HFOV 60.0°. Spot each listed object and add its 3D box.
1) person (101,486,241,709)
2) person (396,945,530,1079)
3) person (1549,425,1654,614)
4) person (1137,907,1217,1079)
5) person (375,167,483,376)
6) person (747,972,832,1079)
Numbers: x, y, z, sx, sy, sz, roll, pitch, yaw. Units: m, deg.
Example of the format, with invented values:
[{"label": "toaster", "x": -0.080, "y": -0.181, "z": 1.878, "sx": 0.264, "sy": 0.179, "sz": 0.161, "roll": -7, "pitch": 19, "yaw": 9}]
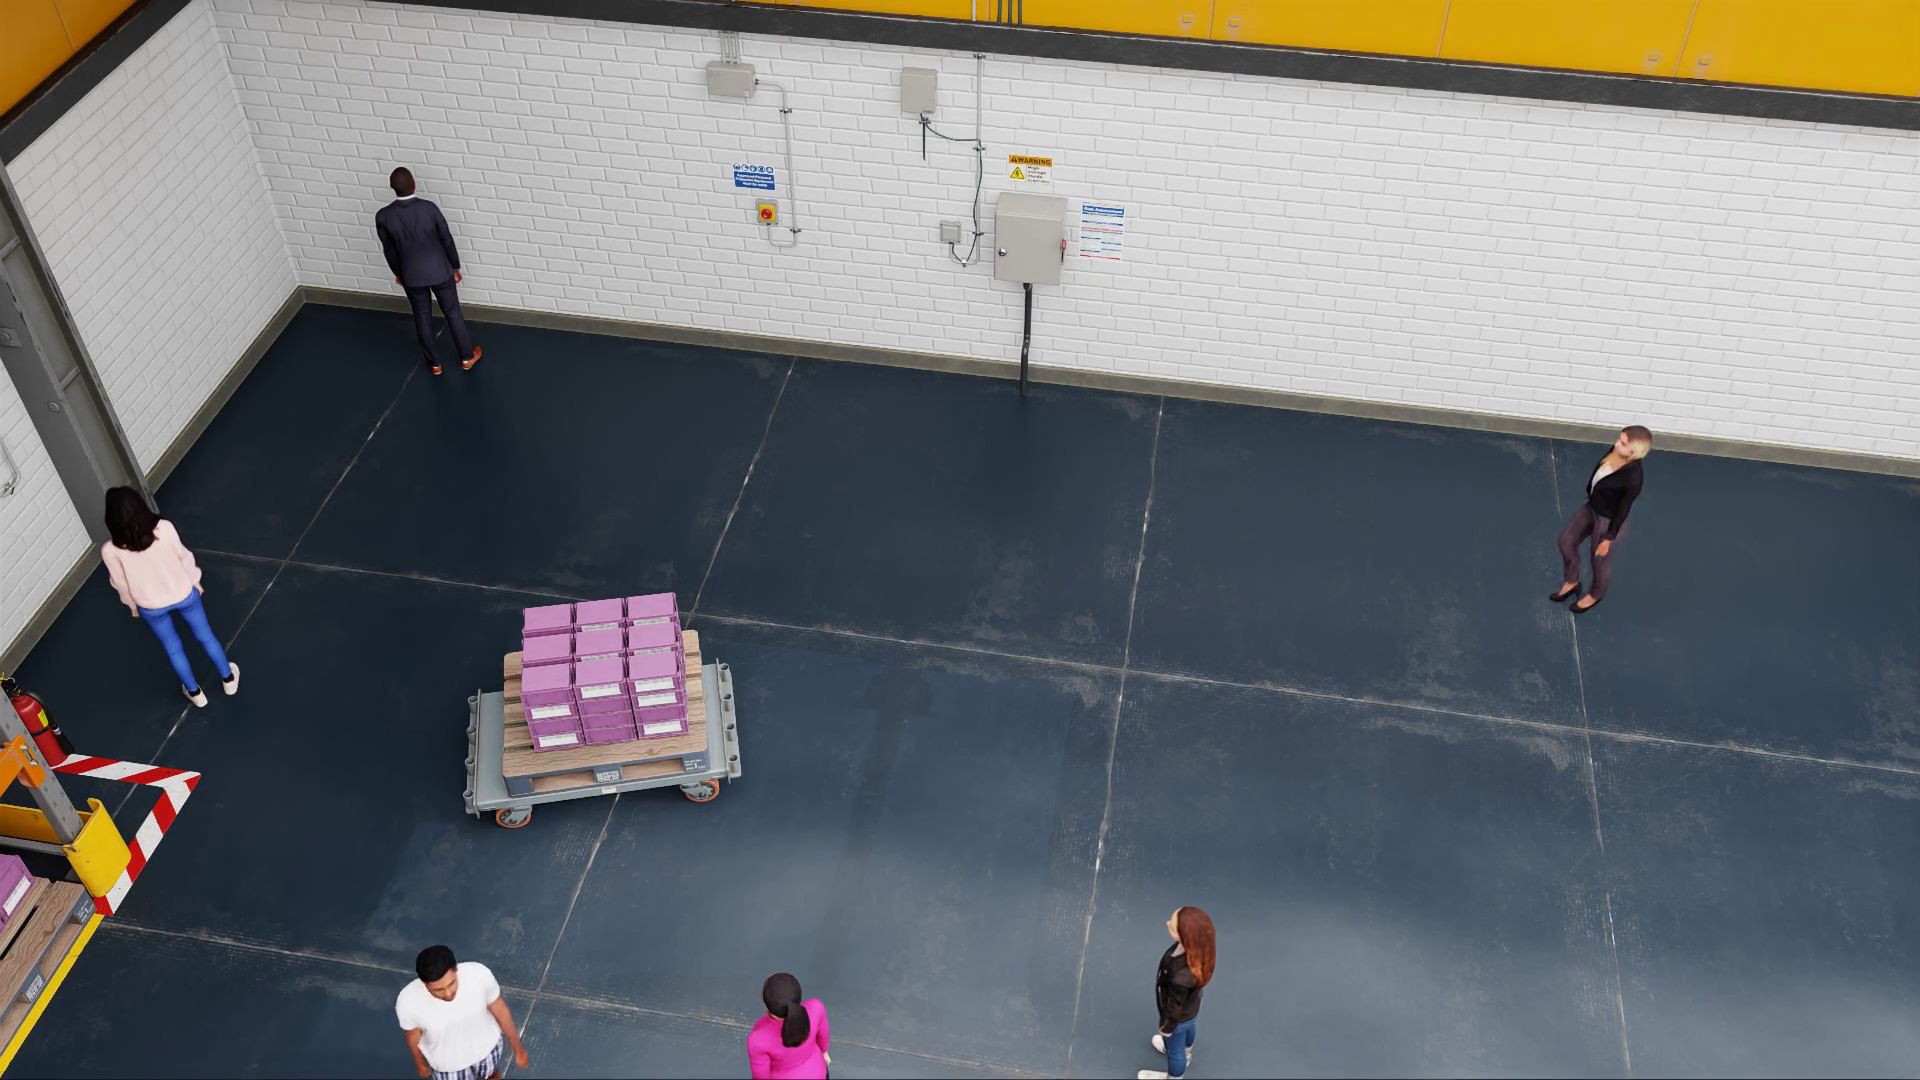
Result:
[{"label": "person", "x": -4.937, "y": 0.367, "z": 10.353, "sx": 0.722, "sy": 1.769, "sz": 0.754, "roll": -20, "pitch": 47, "yaw": -20}, {"label": "person", "x": -2.467, "y": 2.445, "z": 8.214, "sx": 0.924, "sy": 1.711, "sz": 0.991, "roll": -25, "pitch": 49, "yaw": -24}, {"label": "person", "x": 4.323, "y": -0.114, "z": 10.939, "sx": 0.745, "sy": 1.656, "sz": 0.626, "roll": -2, "pitch": 44, "yaw": -2}, {"label": "person", "x": 1.135, "y": 2.342, "z": 8.488, "sx": 0.629, "sy": 1.481, "sz": 0.480, "roll": 12, "pitch": 45, "yaw": 12}, {"label": "person", "x": -4.126, "y": -2.073, "z": 12.874, "sx": 0.765, "sy": 1.824, "sz": 0.730, "roll": -6, "pitch": 44, "yaw": -7}, {"label": "person", "x": -0.798, "y": 2.611, "z": 8.048, "sx": 0.684, "sy": 1.698, "sz": 0.745, "roll": -26, "pitch": 50, "yaw": -25}]
